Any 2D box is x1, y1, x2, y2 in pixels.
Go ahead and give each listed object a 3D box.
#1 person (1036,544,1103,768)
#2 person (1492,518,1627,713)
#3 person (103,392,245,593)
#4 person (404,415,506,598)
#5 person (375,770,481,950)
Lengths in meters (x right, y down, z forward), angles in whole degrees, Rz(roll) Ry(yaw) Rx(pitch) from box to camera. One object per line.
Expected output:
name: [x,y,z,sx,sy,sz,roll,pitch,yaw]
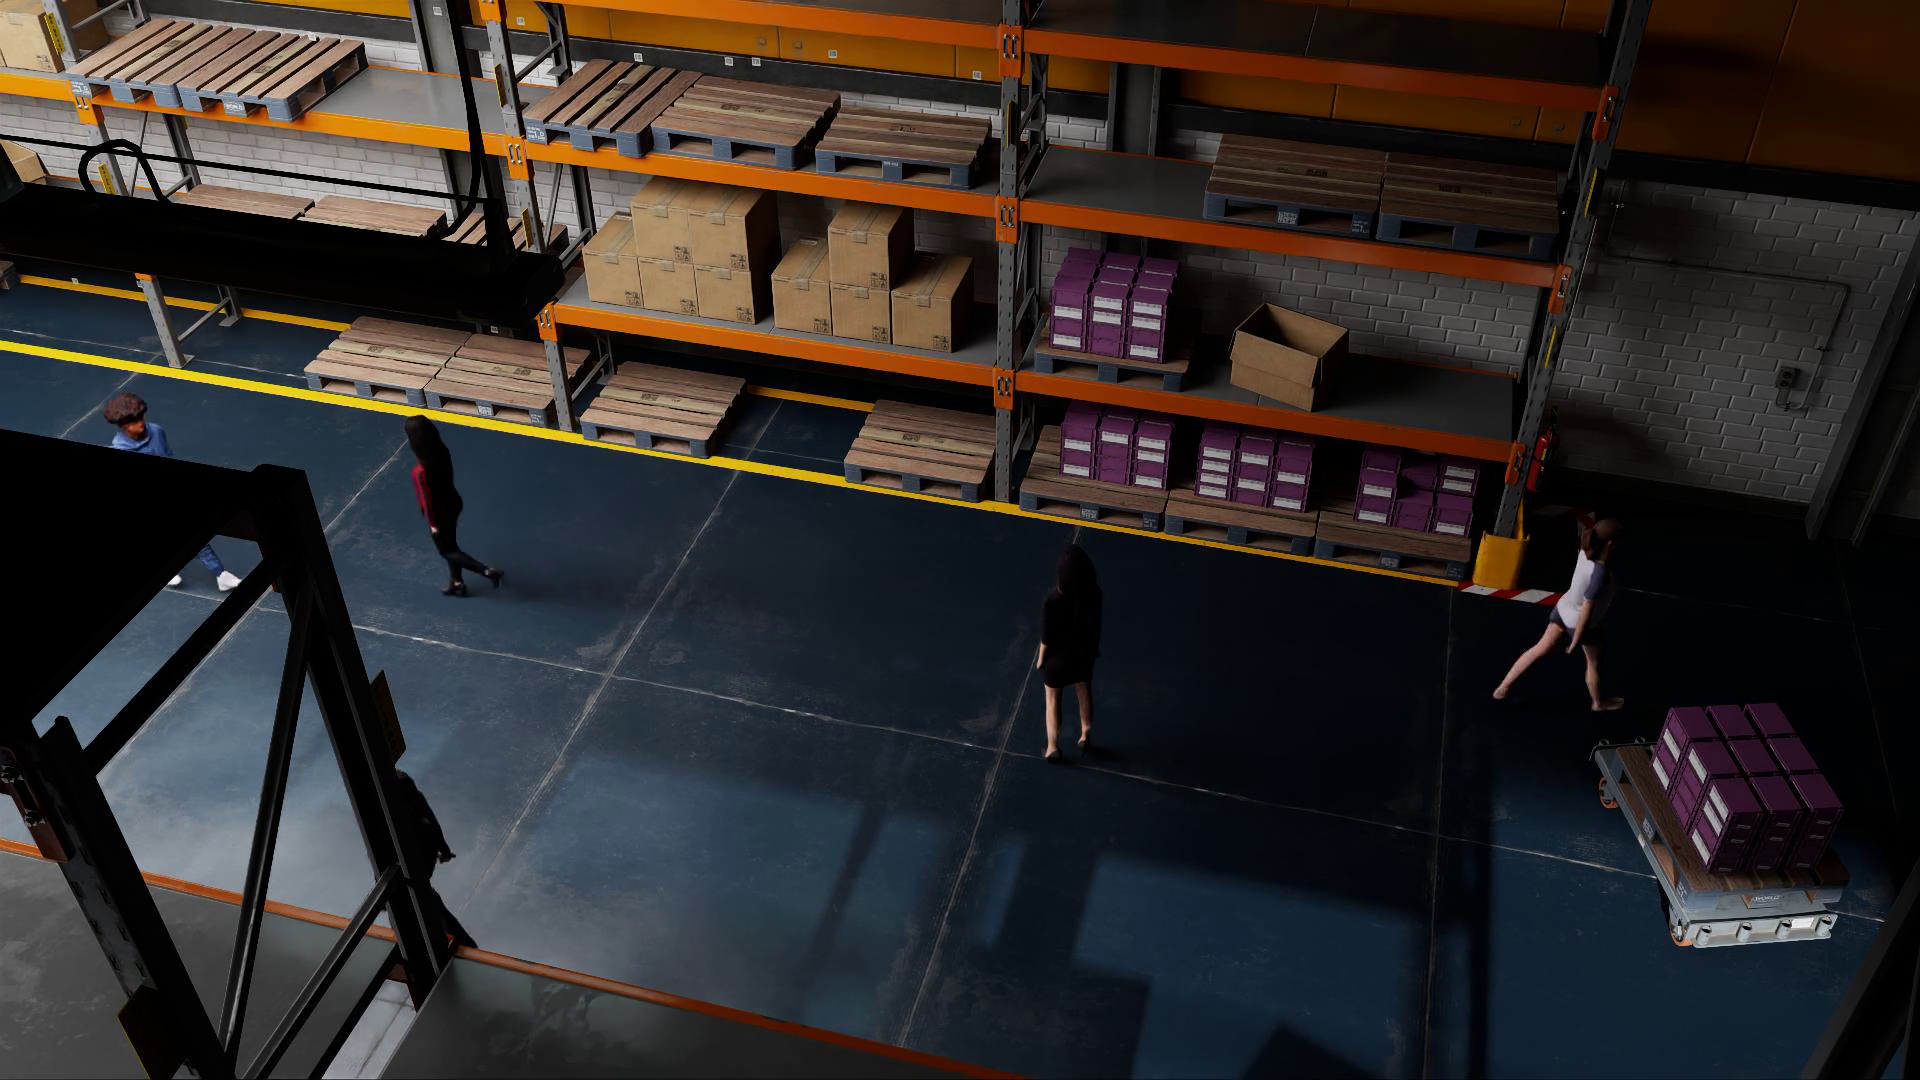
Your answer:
person: [0.728,0.794,11.162,0.628,1.802,0.736,-12,40,-15]
person: [4.187,0.558,11.527,1.225,1.716,0.853,-3,39,-3]
person: [-6.146,-0.334,12.604,1.190,1.767,0.834,17,42,20]
person: [-3.820,-0.218,12.559,0.837,1.641,0.648,3,39,4]
person: [-3.336,1.965,9.876,1.059,1.577,0.754,5,39,6]
